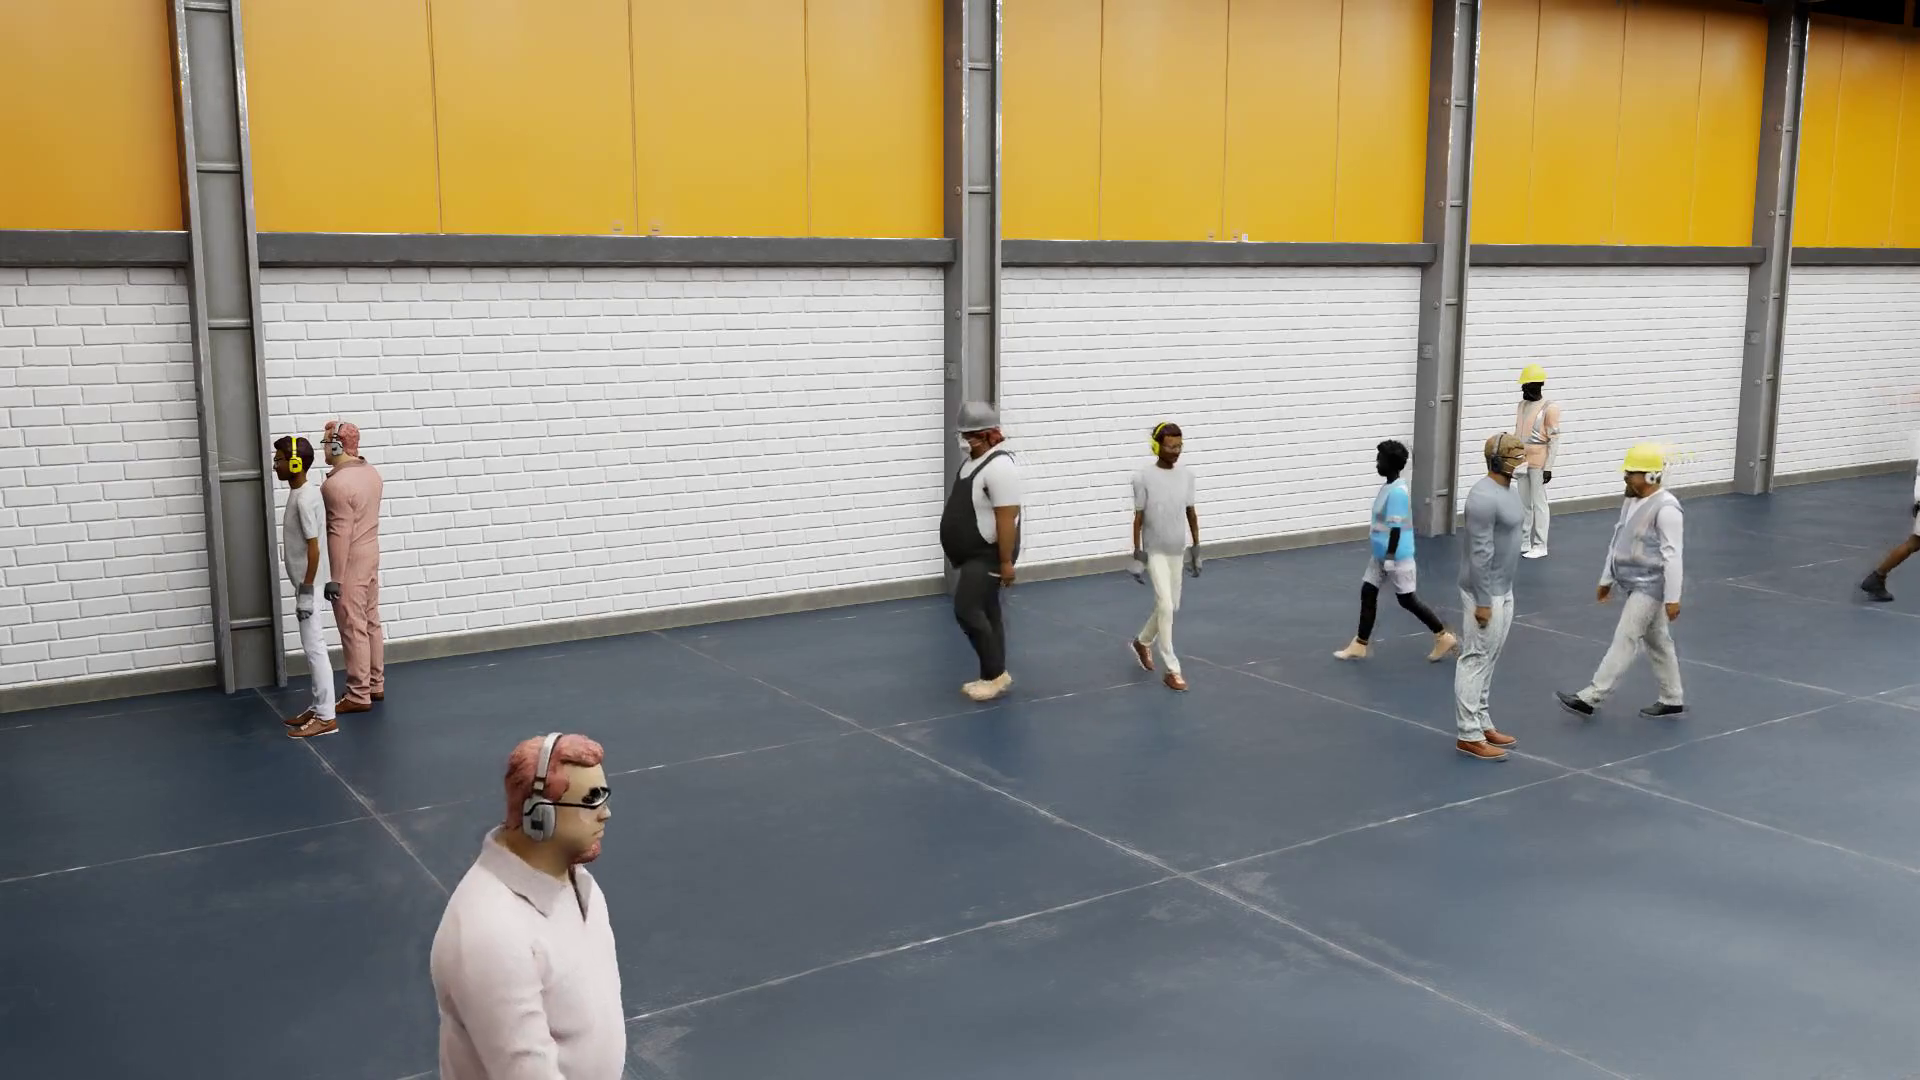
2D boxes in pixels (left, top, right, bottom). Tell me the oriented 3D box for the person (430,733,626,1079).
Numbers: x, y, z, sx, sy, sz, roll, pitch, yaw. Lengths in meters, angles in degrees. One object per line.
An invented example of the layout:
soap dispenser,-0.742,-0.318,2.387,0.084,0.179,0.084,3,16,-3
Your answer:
person,-0.865,1.365,3.799,0.931,1.864,0.650,1,10,8

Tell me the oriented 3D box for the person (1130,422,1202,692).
person,1.429,0.083,11.644,0.530,1.836,0.841,-5,10,-25

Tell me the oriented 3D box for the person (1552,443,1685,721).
person,4.235,0.279,10.571,0.921,1.783,0.612,0,9,3

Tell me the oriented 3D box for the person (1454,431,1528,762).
person,3.161,0.320,9.884,0.379,1.940,0.629,6,11,32

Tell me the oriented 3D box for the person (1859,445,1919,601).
person,8.299,-0.374,14.232,0.991,1.903,0.555,3,10,20

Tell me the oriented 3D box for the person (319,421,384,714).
person,-3.998,0.174,10.863,0.410,1.909,0.643,0,9,0

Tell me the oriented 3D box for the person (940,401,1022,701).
person,0.132,0.058,11.156,0.539,2.000,0.705,-2,10,-12

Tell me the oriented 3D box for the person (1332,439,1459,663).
person,3.219,0.090,12.119,0.854,1.663,0.531,1,9,4

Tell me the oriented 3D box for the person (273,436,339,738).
person,-4.070,0.291,10.303,0.324,1.861,0.526,-4,10,-24

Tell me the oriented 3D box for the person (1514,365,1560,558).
person,5.680,-0.780,16.546,0.383,1.924,0.594,-3,10,-18
